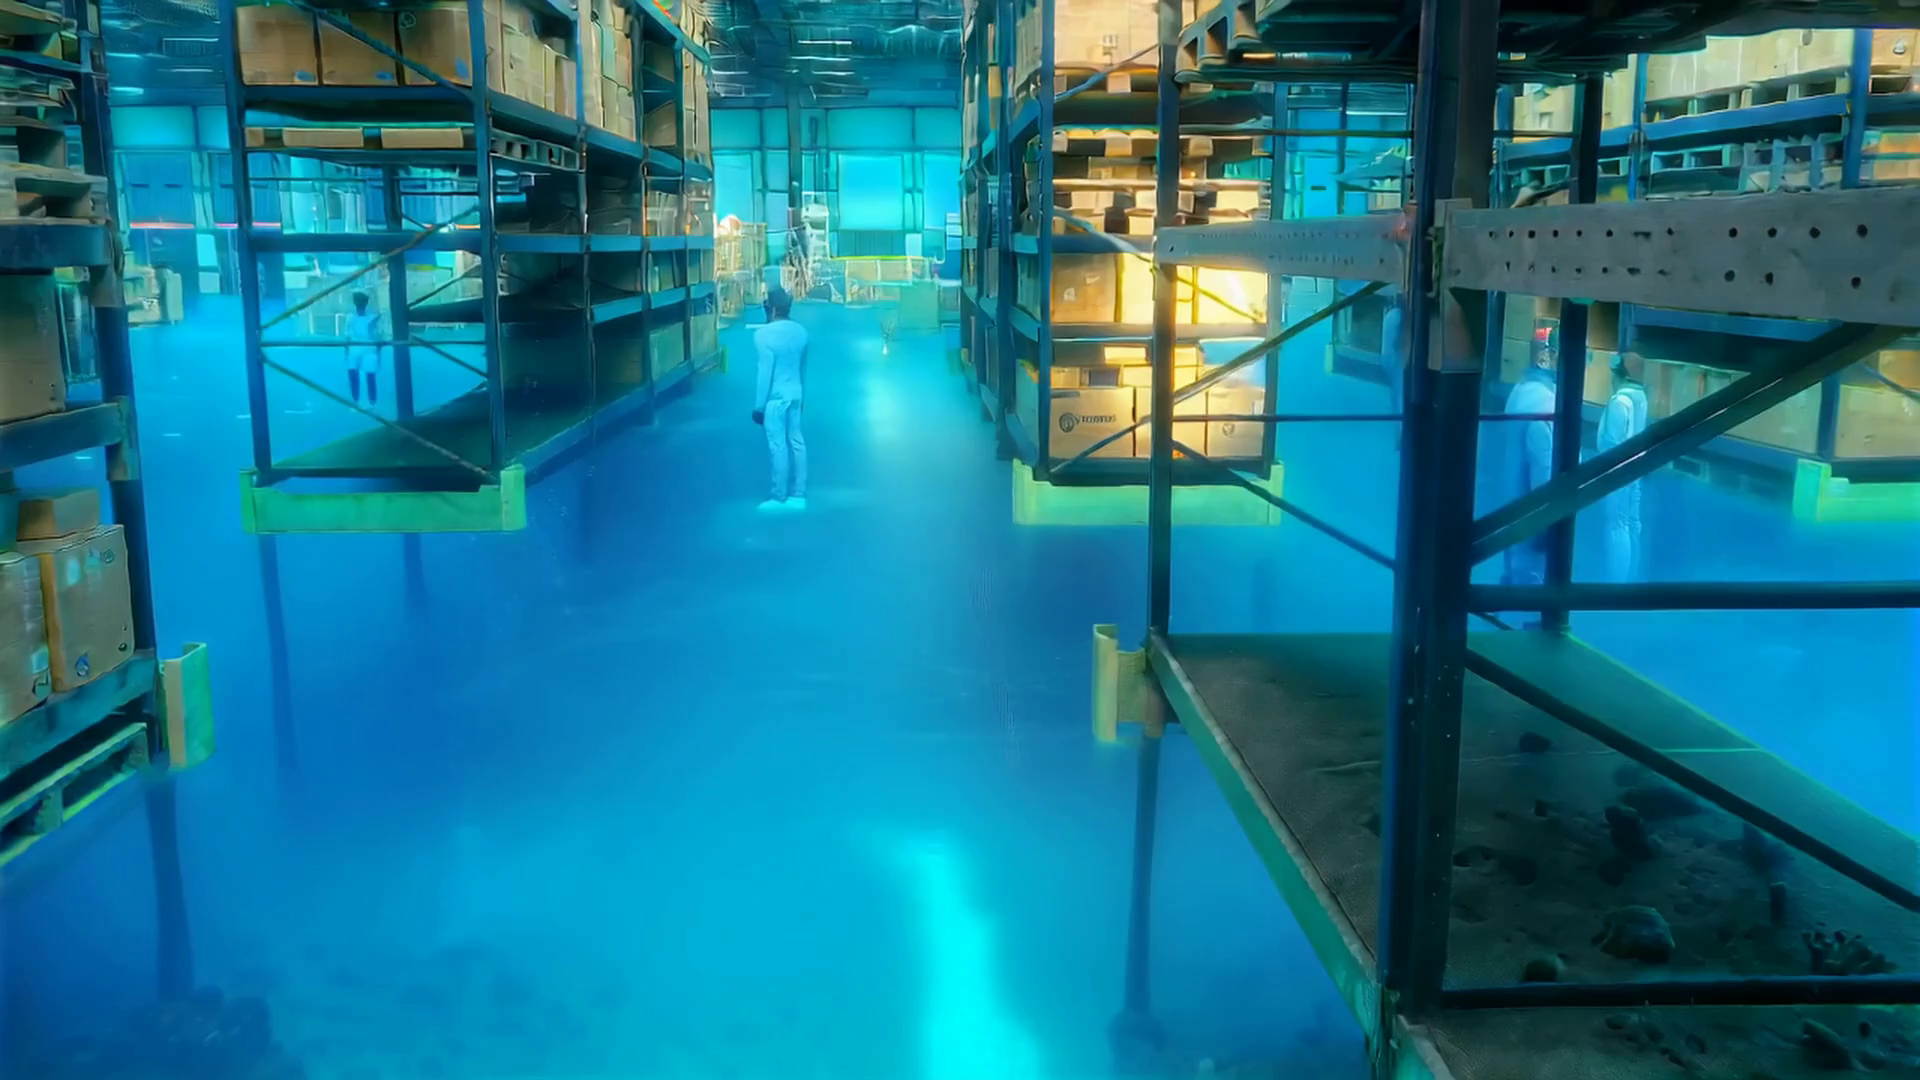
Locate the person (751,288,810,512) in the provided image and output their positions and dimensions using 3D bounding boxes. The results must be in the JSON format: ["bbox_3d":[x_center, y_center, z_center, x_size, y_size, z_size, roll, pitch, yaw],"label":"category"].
[{"bbox_3d":[-1.569,-1.211,14.490,0.370,1.940,0.627,7,13,36],"label":"person"}]

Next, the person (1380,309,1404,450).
[{"bbox_3d":[5.101,-1.954,18.857,0.641,1.866,0.947,2,10,9],"label":"person"}]

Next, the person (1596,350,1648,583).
[{"bbox_3d":[4.347,-0.425,10.946,0.310,1.638,0.523,8,13,37],"label":"person"}]

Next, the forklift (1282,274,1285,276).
[{"bbox_3d":[12.240,-10.302,62.509,1.129,2.768,1.873,0,10,-2],"label":"forklift"}]

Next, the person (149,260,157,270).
[{"bbox_3d":[-23.528,-7.279,48.662,0.995,1.815,0.493,0,10,-1],"label":"person"}]

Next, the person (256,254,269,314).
[{"bbox_3d":[-22.845,-8.329,54.147,0.635,1.937,0.352,4,11,21],"label":"person"}]

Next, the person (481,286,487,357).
[{"bbox_3d":[-9.544,-4.692,33.804,0.367,1.966,0.606,-8,13,-37],"label":"person"}]

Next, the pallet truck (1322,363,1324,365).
[{"bbox_3d":[7.712,-4.157,30.737,1.885,1.965,0.823,3,11,16],"label":"pallet truck"}]

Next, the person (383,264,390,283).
[{"bbox_3d":[-20.345,-9.313,59.778,0.591,1.890,0.919,-8,13,-39],"label":"person"}]

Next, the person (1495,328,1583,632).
[{"bbox_3d":[3.023,-0.148,8.675,0.401,1.904,0.641,2,10,9],"label":"person"}]

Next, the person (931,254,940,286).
[{"bbox_3d":[-1.042,-10.277,65.224,0.752,1.859,0.609,-3,11,-15],"label":"person"}]

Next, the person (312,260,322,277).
[{"bbox_3d":[-23.528,-9.418,60.910,0.352,1.690,0.557,0,10,-1],"label":"person"}]

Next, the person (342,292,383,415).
[{"bbox_3d":[-8.101,-2.521,22.525,0.550,1.656,0.822,-1,10,-8],"label":"person"}]

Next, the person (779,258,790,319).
[{"bbox_3d":[-5.312,-7.598,50.334,0.351,1.846,0.507,-4,11,-20],"label":"person"}]

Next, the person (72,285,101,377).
[{"bbox_3d":[-15.121,-3.647,28.867,0.895,1.642,0.541,8,13,37],"label":"person"}]
